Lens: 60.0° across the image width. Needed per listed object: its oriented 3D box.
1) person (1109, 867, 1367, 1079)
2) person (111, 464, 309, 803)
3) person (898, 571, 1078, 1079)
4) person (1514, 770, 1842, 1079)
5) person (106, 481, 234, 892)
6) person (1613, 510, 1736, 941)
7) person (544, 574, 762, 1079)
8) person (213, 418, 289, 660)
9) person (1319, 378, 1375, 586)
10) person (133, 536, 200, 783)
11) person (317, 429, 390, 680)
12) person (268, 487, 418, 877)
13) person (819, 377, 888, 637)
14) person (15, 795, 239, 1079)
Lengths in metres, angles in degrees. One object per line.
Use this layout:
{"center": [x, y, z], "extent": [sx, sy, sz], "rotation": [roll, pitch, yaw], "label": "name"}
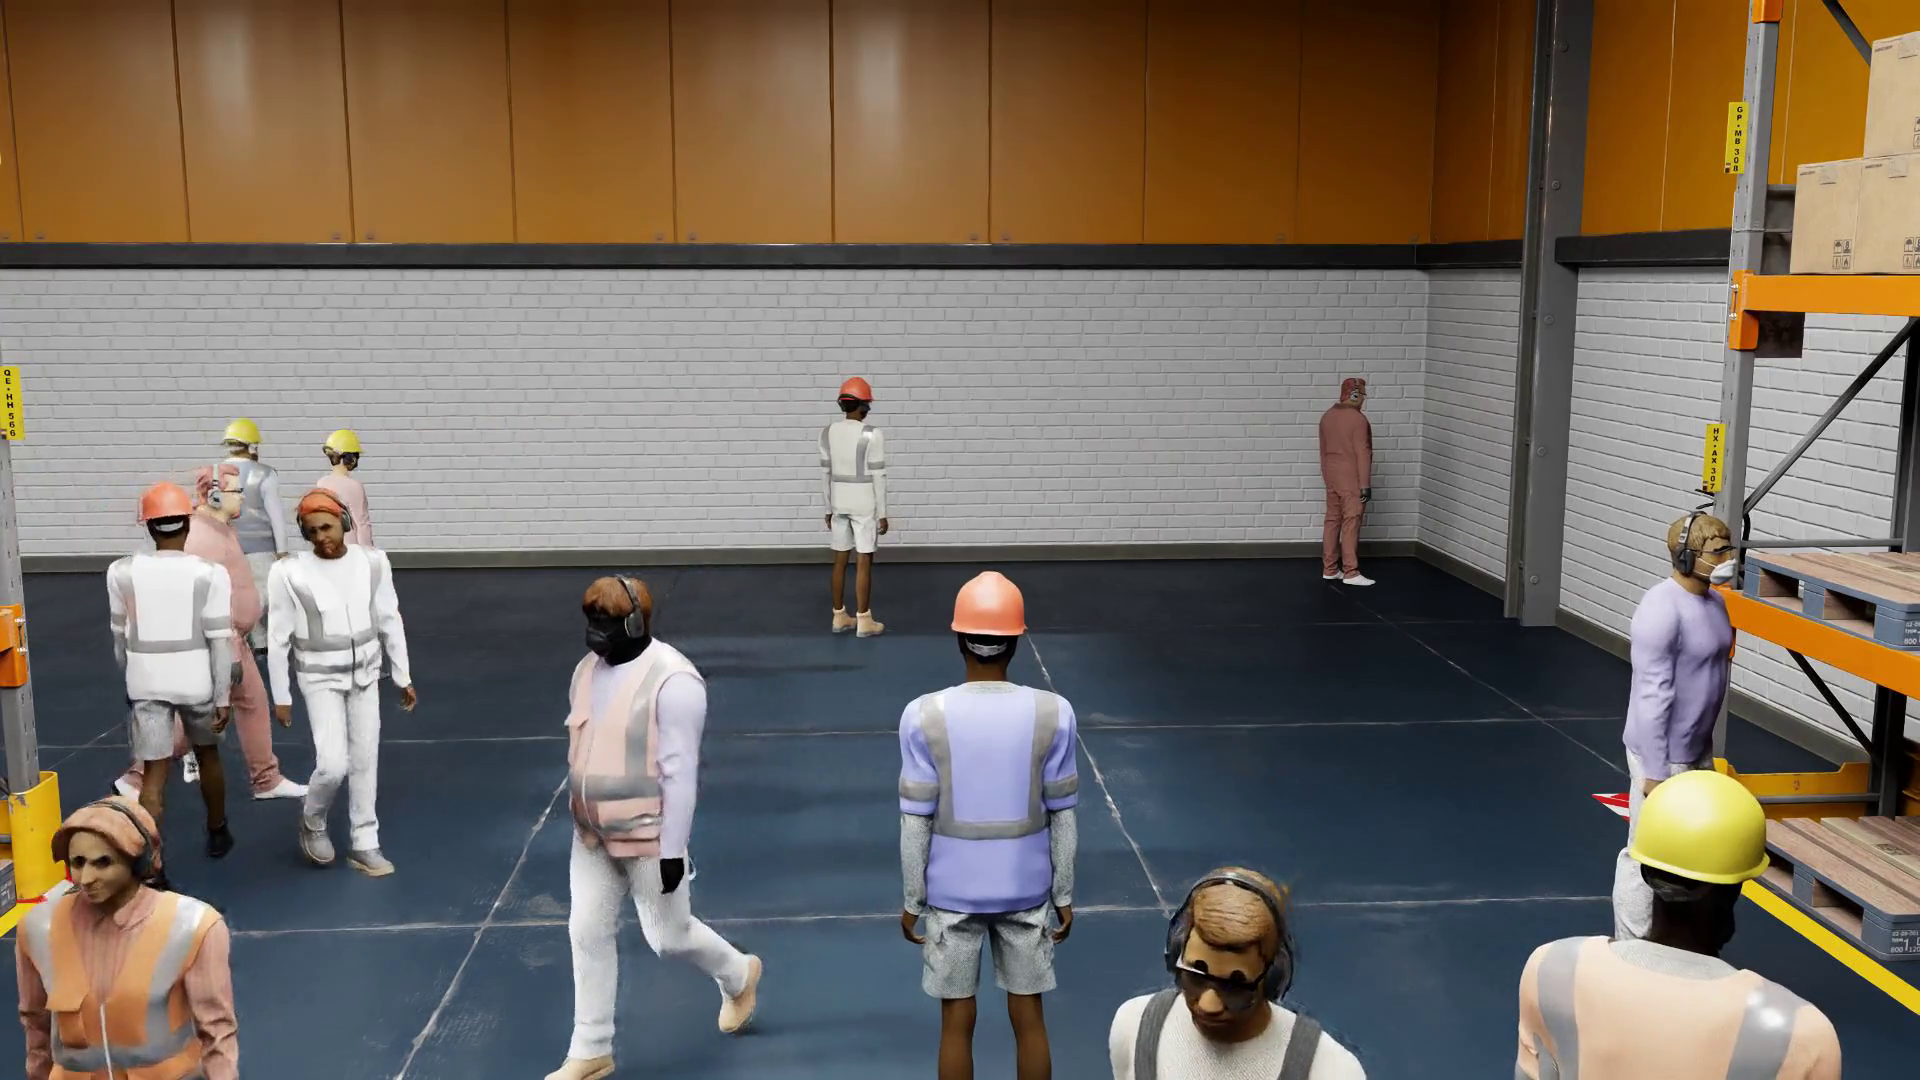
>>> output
{"center": [0.467, 1.459, 3.007], "extent": [0.501, 1.819, 0.406], "rotation": [5, 10, 29], "label": "person"}
{"center": [-3.960, 0.527, 8.705], "extent": [0.927, 1.866, 0.642], "rotation": [-4, 10, -23], "label": "person"}
{"center": [0.083, 1.059, 5.134], "extent": [0.549, 1.936, 0.376], "rotation": [-1, 9, -4], "label": "person"}
{"center": [1.340, 1.378, 3.158], "extent": [0.584, 1.928, 0.374], "rotation": [8, 12, 42], "label": "person"}
{"center": [-3.650, 0.673, 7.723], "extent": [0.537, 1.893, 0.955], "rotation": [-3, 9, -16], "label": "person"}
{"center": [2.791, 0.844, 6.477], "extent": [0.377, 1.940, 0.628], "rotation": [8, 12, 42], "label": "person"}
{"center": [-1.099, 1.001, 5.890], "extent": [0.627, 1.815, 0.800], "rotation": [7, 11, 37], "label": "person"}
{"center": [-5.165, 0.027, 12.004], "extent": [0.598, 1.810, 0.760], "rotation": [3, 9, 16], "label": "person"}
{"center": [3.574, -0.536, 15.270], "extent": [0.406, 1.902, 0.639], "rotation": [-4, 10, -23], "label": "person"}
{"center": [-4.393, 0.534, 9.433], "extent": [0.524, 1.611, 0.534], "rotation": [-5, 10, -29], "label": "person"}
{"center": [-4.268, 0.112, 11.617], "extent": [0.524, 1.769, 0.309], "rotation": [6, 11, 34], "label": "person"}
{"center": [-2.903, 0.669, 7.785], "extent": [0.453, 1.872, 0.609], "rotation": [8, 12, 40], "label": "person"}
{"center": [-0.816, -0.260, 13.101], "extent": [0.608, 2.038, 0.399], "rotation": [6, 11, 33], "label": "person"}
{"center": [-1.978, 1.414, 3.918], "extent": [0.545, 1.598, 0.807], "rotation": [-1, 9, -4], "label": "person"}
